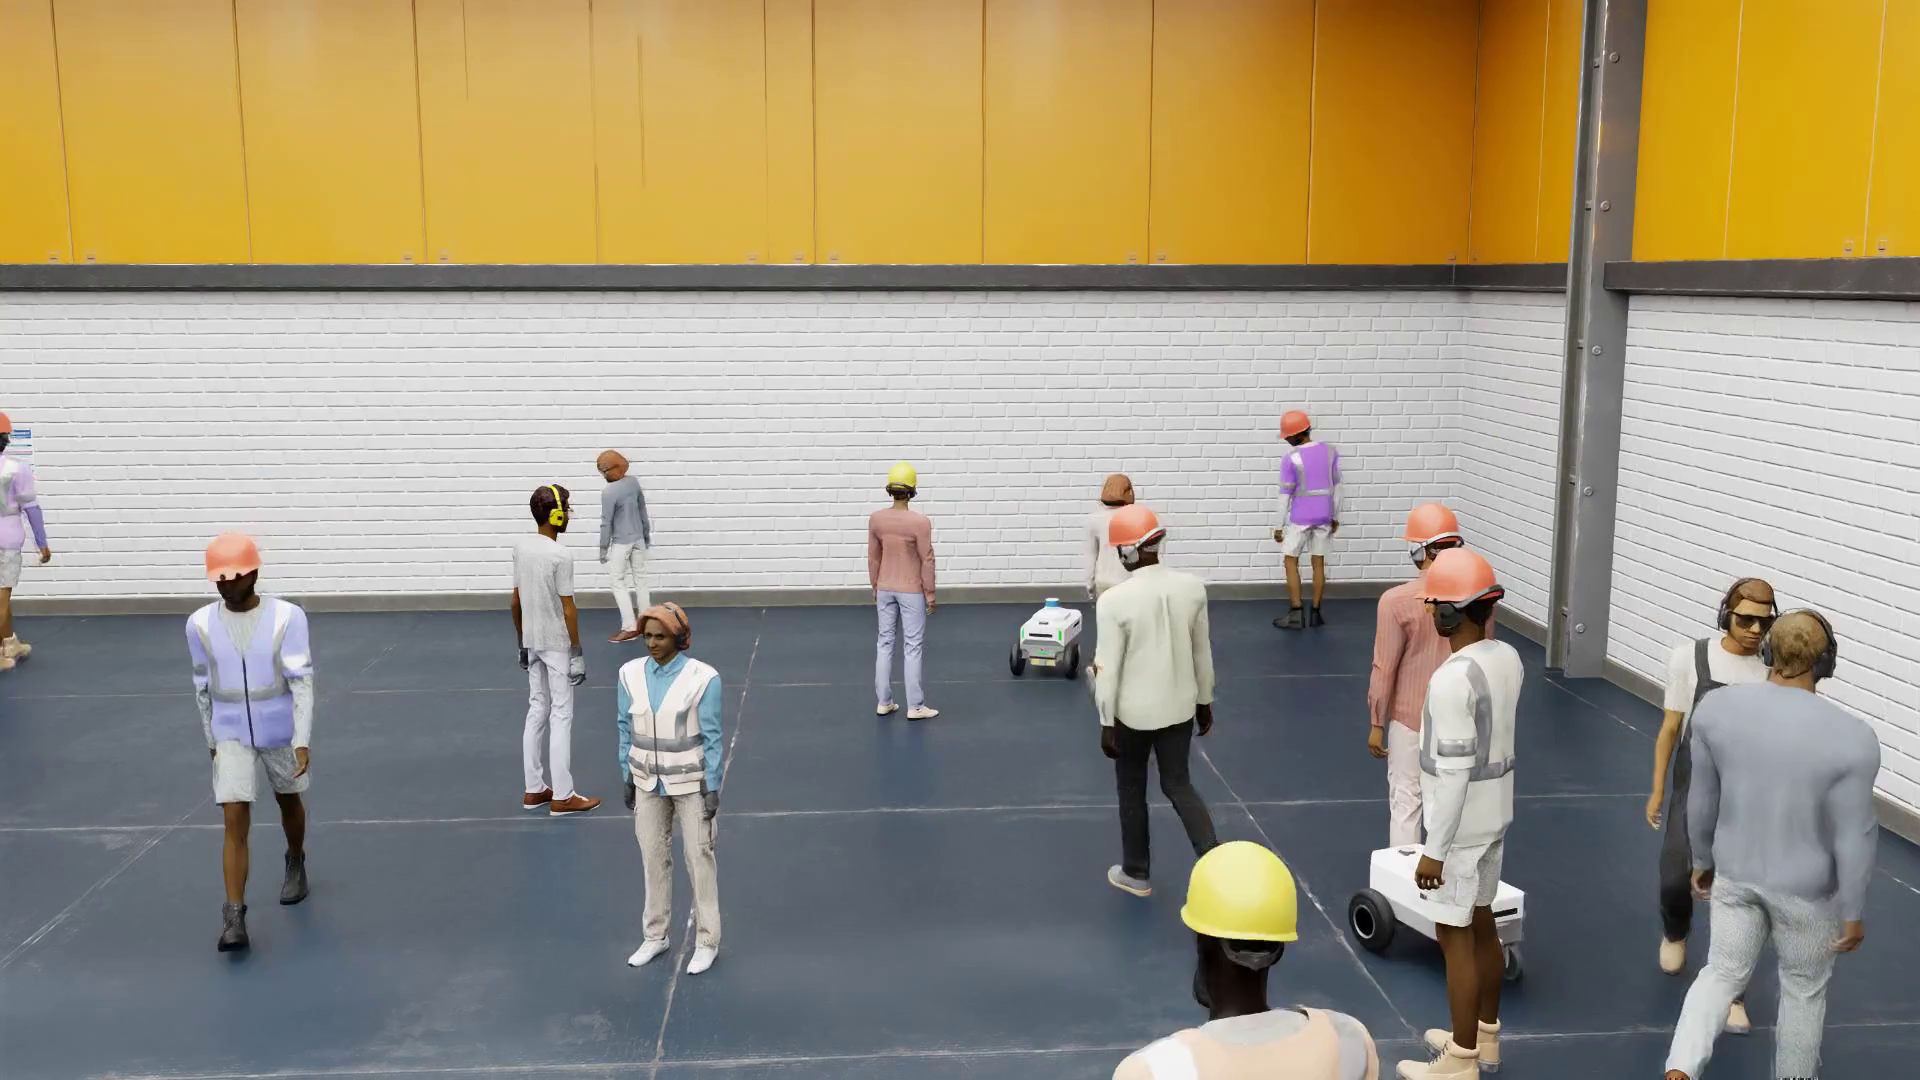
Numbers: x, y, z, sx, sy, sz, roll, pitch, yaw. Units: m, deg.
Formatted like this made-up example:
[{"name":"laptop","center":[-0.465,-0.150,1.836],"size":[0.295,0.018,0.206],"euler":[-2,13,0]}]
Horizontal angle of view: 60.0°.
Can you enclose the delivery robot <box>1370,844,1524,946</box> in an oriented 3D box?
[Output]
[{"name":"delivery robot","center":[2.134,1.554,7.316],"size":[0.477,0.478,0.707],"euler":[-4,10,-24]}]

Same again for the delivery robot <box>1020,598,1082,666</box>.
[{"name":"delivery robot","center":[0.704,0.689,12.747],"size":[0.477,0.478,0.707],"euler":[3,9,16]}]

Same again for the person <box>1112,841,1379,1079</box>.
[{"name":"person","center":[0.531,1.556,3.345],"size":[0.636,1.919,0.399],"euler":[-4,10,-23]}]

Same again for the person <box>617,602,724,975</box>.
[{"name":"person","center":[-1.255,1.074,7.261],"size":[0.508,1.631,0.312],"euler":[3,10,20]}]

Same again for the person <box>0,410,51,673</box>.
[{"name":"person","center":[-7.350,-0.007,12.837],"size":[0.627,2.009,0.843],"euler":[0,9,1]}]

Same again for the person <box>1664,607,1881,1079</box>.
[{"name":"person","center":[2.779,1.177,5.727],"size":[0.831,1.918,0.646],"euler":[-7,12,-39]}]

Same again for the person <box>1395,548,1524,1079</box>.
[{"name":"person","center":[1.839,1.041,6.182],"size":[0.393,2.039,0.613],"euler":[7,11,36]}]

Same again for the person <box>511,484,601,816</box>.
[{"name":"person","center":[-2.311,0.617,9.397],"size":[0.535,1.864,0.309],"euler":[7,11,37]}]

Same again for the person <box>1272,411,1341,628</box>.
[{"name":"person","center":[2.987,-0.164,14.276],"size":[0.645,1.888,0.398],"euler":[-3,9,-16]}]

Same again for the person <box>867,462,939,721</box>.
[{"name":"person","center":[-0.385,0.351,11.372],"size":[0.533,1.769,0.309],"euler":[6,11,32]}]

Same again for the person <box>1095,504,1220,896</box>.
[{"name":"person","center":[0.959,0.815,7.893],"size":[0.667,1.951,0.778],"euler":[-4,10,-23]}]

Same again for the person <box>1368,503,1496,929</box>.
[{"name":"person","center":[2.181,0.817,7.762],"size":[0.614,1.986,0.407],"euler":[-3,9,-16]}]

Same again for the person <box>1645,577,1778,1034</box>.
[{"name":"person","center":[3.116,1.041,6.823],"size":[0.560,1.836,0.568],"euler":[3,9,17]}]

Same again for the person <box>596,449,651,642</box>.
[{"name":"person","center":[-2.788,0.026,13.909],"size":[0.309,1.609,0.626],"euler":[4,10,26]}]

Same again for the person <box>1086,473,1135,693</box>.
[{"name":"person","center":[1.089,0.323,12.021],"size":[0.506,1.611,0.644],"euler":[8,12,41]}]

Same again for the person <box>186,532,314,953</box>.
[{"name":"person","center":[-3.256,0.885,7.686],"size":[0.550,1.878,1.046],"euler":[-2,9,-12]}]
